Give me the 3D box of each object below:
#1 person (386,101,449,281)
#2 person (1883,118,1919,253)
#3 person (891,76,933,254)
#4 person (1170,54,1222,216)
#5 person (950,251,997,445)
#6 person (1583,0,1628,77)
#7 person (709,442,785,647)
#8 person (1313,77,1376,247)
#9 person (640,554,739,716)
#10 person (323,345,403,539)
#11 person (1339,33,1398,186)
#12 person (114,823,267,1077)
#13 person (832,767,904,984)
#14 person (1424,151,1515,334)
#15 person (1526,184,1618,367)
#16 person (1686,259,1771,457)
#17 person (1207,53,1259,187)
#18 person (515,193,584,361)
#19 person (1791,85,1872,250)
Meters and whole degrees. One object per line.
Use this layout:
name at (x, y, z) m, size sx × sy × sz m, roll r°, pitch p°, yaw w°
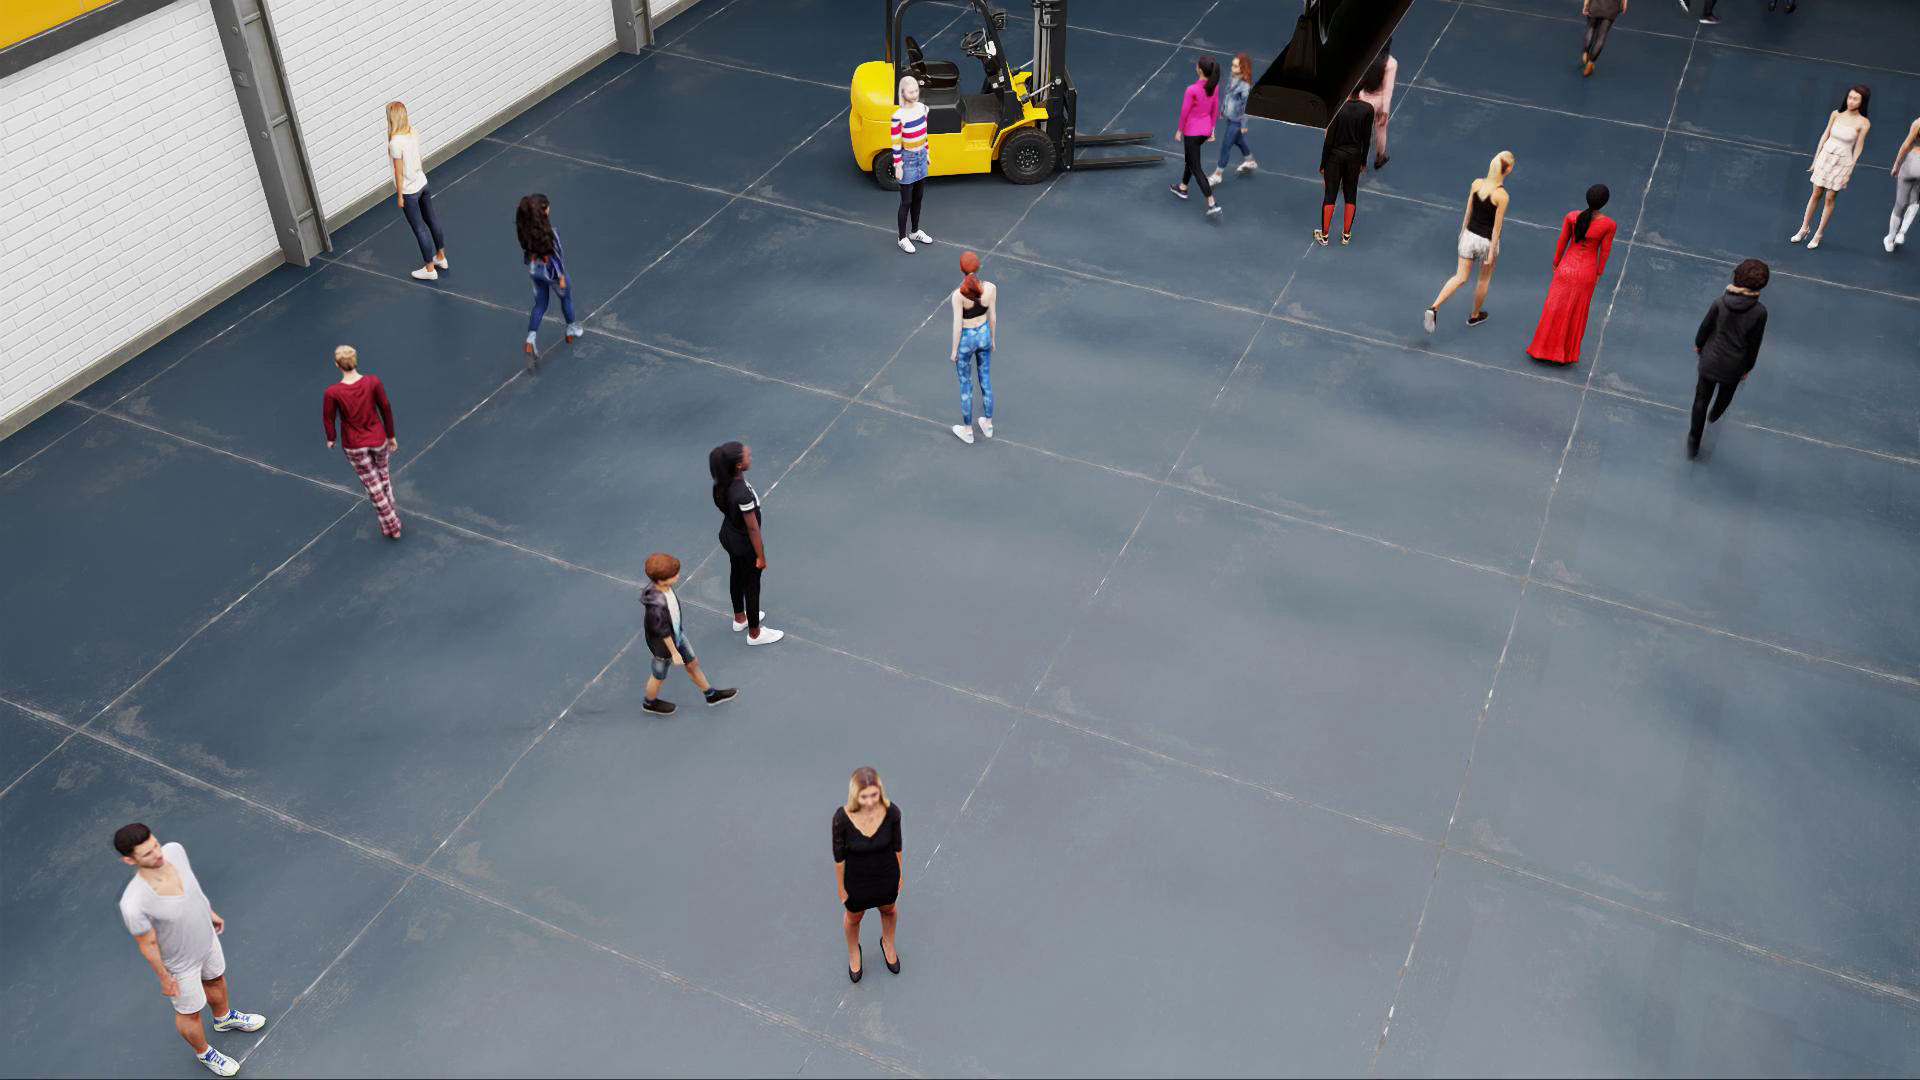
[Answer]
person at (-5.316, -3.417, 16.228) m, size 0.673 × 1.811 × 0.499 m, roll 8°, pitch 39°, yaw 10°
person at (9.566, -3.641, 16.598) m, size 0.616 × 1.699 × 0.611 m, roll 13°, pitch 40°, yaw 15°
person at (-0.491, -3.789, 16.695) m, size 0.769 × 1.809 × 0.566 m, roll 29°, pitch 47°, yaw 31°
person at (2.518, -4.191, 17.319) m, size 1.114 × 1.669 × 0.993 m, roll -25°, pitch 45°, yaw -28°
person at (0.110, -1.627, 14.015) m, size 0.661 × 1.785 × 0.731 m, roll -17°, pitch 42°, yaw -20°
person at (7.793, -6.471, 20.146) m, size 0.698 × 1.695 × 0.893 m, roll 24°, pitch 44°, yaw 27°
person at (-1.563, 0.012, 11.996) m, size 0.740 × 1.734 × 0.711 m, roll -22°, pitch 44°, yaw -25°
person at (3.869, -3.840, 16.761) m, size 0.708 × 1.807 × 0.691 m, roll -1°, pitch 39°, yaw -1°
person at (-2.077, 0.677, 11.416) m, size 0.828 × 1.420 × 0.923 m, roll 2°, pitch 39°, yaw 2°
person at (-4.612, -0.737, 12.981) m, size 0.968 × 1.675 × 0.950 m, roll -27°, pitch 46°, yaw -30°
person at (4.340, -4.595, 17.819) m, size 0.870 × 1.667 × 1.260 m, roll 30°, pitch 47°, yaw 32°
person at (-4.280, 2.210, 9.148) m, size 0.803 × 1.854 × 0.596 m, roll 6°, pitch 39°, yaw 7°
person at (-0.522, 1.937, 9.632) m, size 0.606 × 1.677 × 0.646 m, roll -9°, pitch 40°, yaw -11°
person at (4.724, -2.714, 15.349) m, size 1.193 × 1.809 × 0.940 m, roll -26°, pitch 45°, yaw -29°
person at (5.528, -2.380, 14.958) m, size 0.641 × 1.786 × 0.590 m, roll 15°, pitch 41°, yaw 18°
person at (6.346, -1.459, 13.832) m, size 0.679 × 1.741 × 1.038 m, roll 19°, pitch 42°, yaw 22°
person at (3.026, -4.567, 17.945) m, size 0.989 × 1.466 × 0.948 m, roll -7°, pitch 39°, yaw -9°
person at (-3.792, -2.369, 15.087) m, size 0.602 × 1.596 × 0.982 m, roll 15°, pitch 41°, yaw 18°
person at (8.784, -3.746, 16.702) m, size 0.674 × 1.735 × 0.654 m, roll -24°, pitch 45°, yaw -27°
